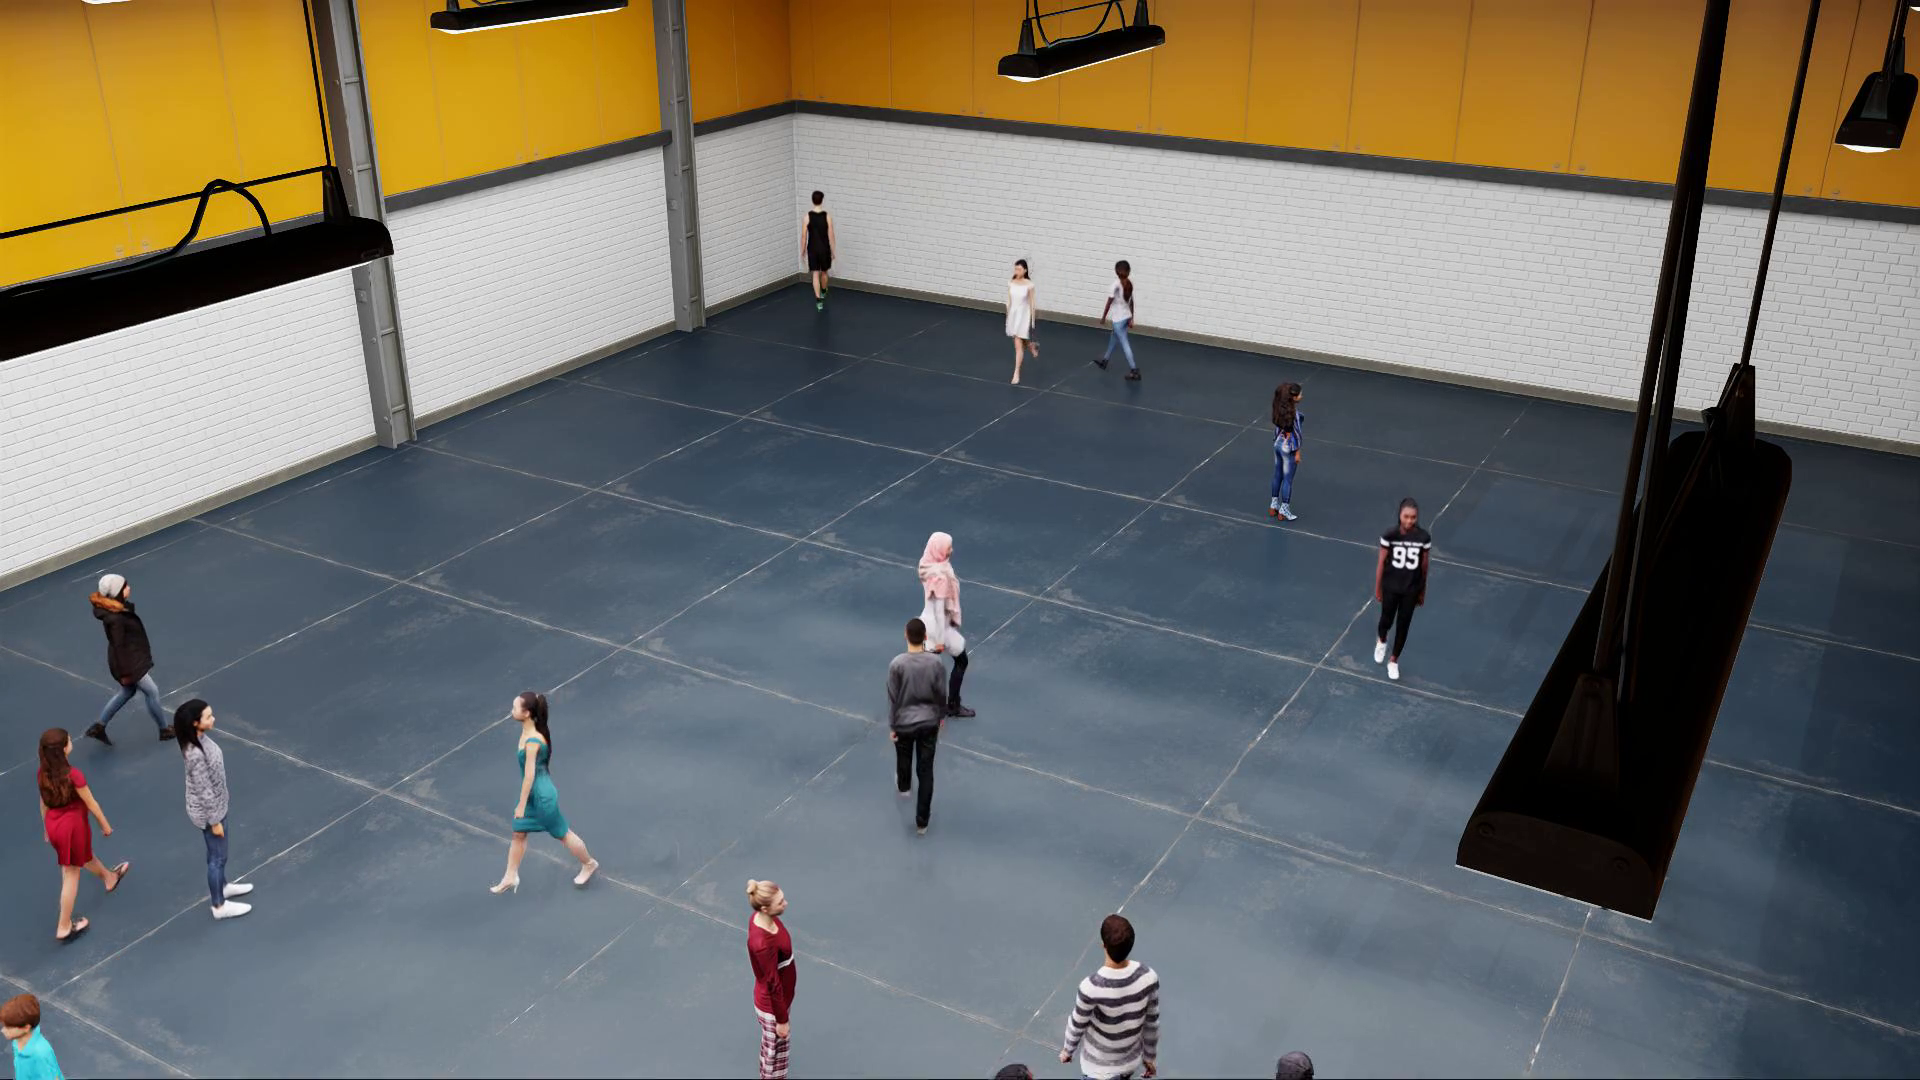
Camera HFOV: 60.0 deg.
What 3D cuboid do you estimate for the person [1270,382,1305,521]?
[{"bbox_3d":[3.692,-1.015,18.788,0.736,1.614,0.692,-8,25,-18],"label":"person"}]

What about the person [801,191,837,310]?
[{"bbox_3d":[-2.282,-4.623,26.760,1.106,1.841,1.263,-2,24,-4],"label":"person"}]

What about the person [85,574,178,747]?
[{"bbox_3d":[-7.122,1.041,14.092,1.121,1.609,0.955,-12,26,-25],"label":"person"}]

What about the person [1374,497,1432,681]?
[{"bbox_3d":[4.078,0.416,15.381,0.740,1.721,0.817,3,24,7],"label":"person"}]

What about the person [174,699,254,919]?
[{"bbox_3d":[-5.408,1.913,11.945,0.724,1.732,0.703,-11,26,-23],"label":"person"}]

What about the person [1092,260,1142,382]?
[{"bbox_3d":[2.322,-3.031,23.334,0.819,1.666,1.141,20,31,38],"label":"person"}]

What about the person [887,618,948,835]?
[{"bbox_3d":[-0.332,1.480,12.940,0.998,1.728,1.121,-3,24,-6],"label":"person"}]

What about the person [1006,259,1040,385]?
[{"bbox_3d":[0.892,-3.080,23.348,0.596,1.747,1.018,12,26,26],"label":"person"}]

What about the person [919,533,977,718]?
[{"bbox_3d":[-0.279,0.785,14.452,0.901,1.790,0.840,-9,25,-19],"label":"person"}]

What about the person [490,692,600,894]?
[{"bbox_3d":[-2.984,1.880,12.135,1.071,1.639,0.966,-8,25,-17],"label":"person"}]

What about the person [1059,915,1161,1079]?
[{"bbox_3d":[0.901,3.011,9.351,1.206,1.796,1.151,-11,26,-23],"label":"person"}]

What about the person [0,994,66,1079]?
[{"bbox_3d":[-5.111,3.161,9.455,0.594,1.439,0.591,20,30,38],"label":"person"}]

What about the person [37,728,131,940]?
[{"bbox_3d":[-6.359,2.099,11.799,0.736,1.506,1.117,6,24,14],"label":"person"}]

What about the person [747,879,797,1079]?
[{"bbox_3d":[-1.126,2.760,10.048,0.745,1.699,0.657,-4,24,-8],"label":"person"}]
